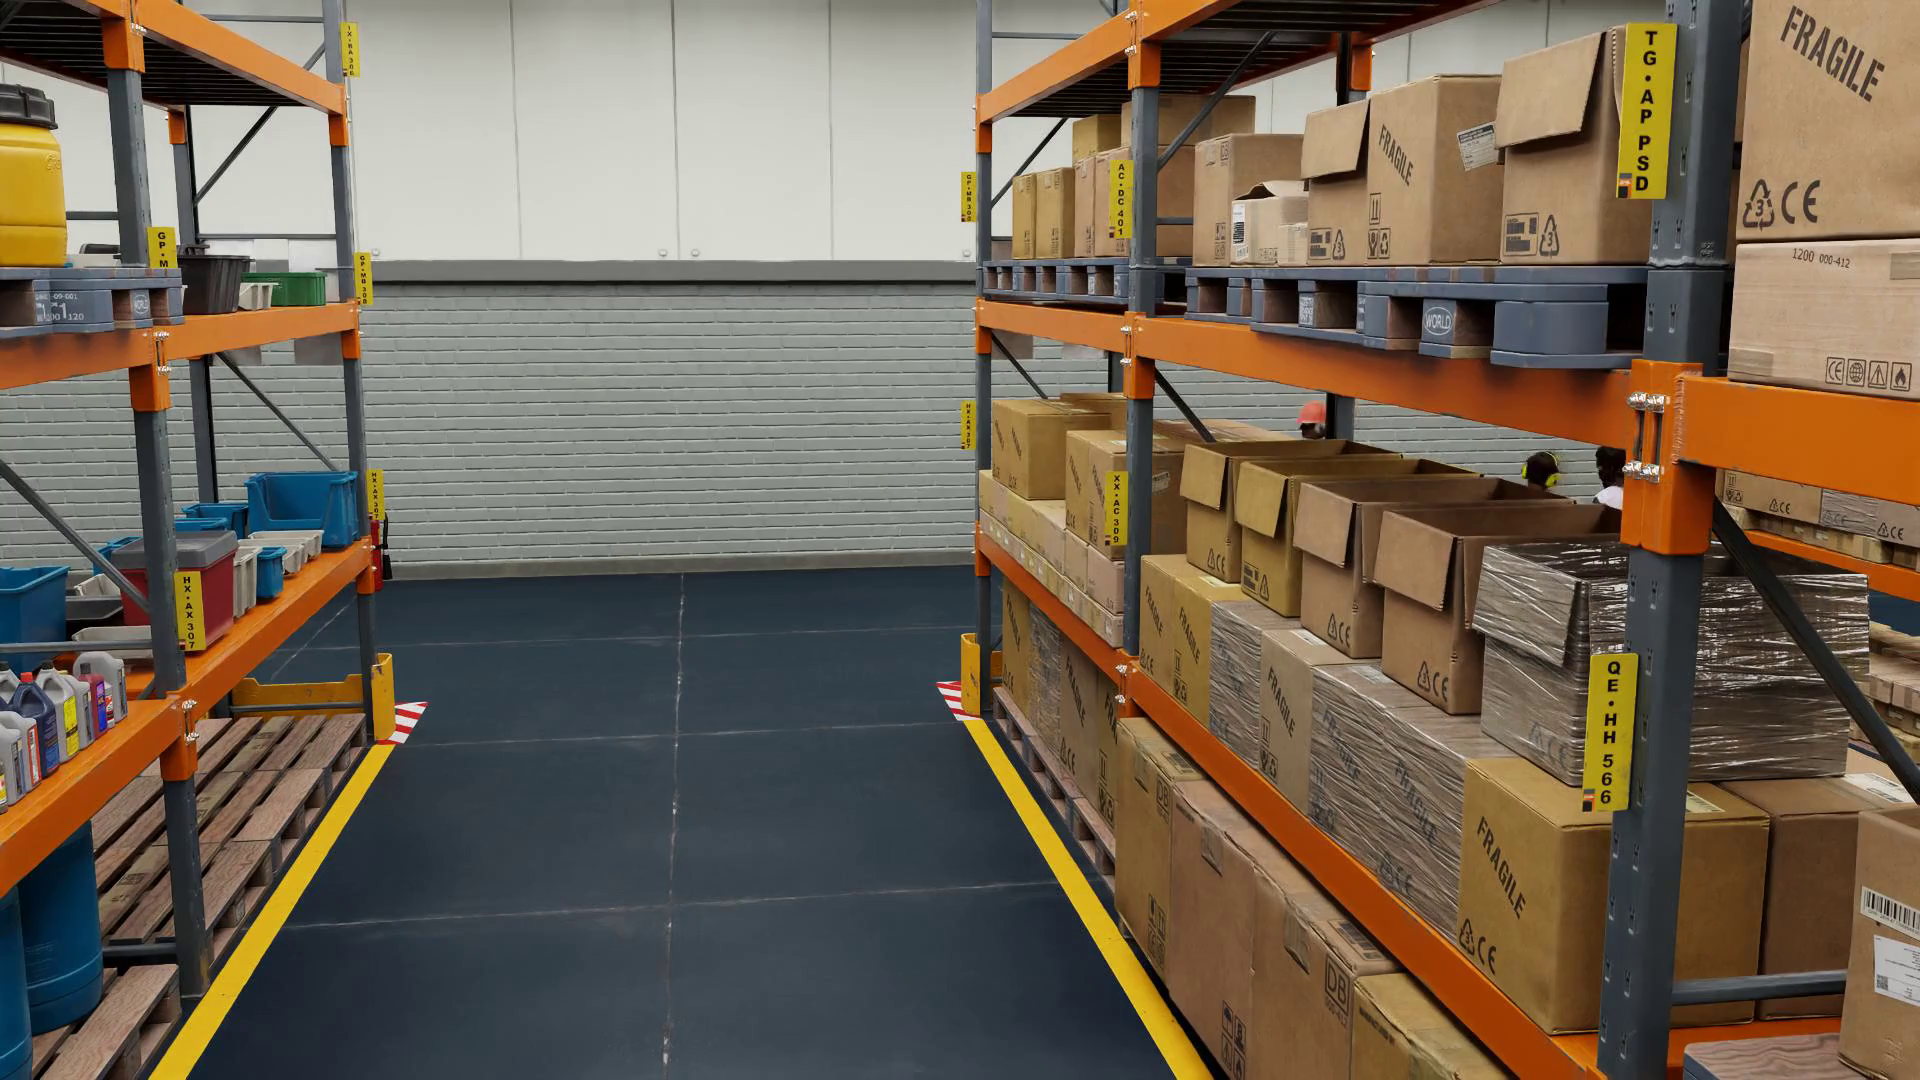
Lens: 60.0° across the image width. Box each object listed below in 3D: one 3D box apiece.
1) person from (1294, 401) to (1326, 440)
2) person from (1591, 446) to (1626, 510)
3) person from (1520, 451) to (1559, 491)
[{"bbox_3d":[3.083,-0.218,14.148,1.017,1.951,0.616,0,9,-2],"label":"person"},{"bbox_3d":[4.423,0.285,11.211,0.694,1.885,0.602,-6,11,-33],"label":"person"},{"bbox_3d":[3.821,0.309,11.229,0.502,1.832,0.633,-1,9,-6],"label":"person"}]
